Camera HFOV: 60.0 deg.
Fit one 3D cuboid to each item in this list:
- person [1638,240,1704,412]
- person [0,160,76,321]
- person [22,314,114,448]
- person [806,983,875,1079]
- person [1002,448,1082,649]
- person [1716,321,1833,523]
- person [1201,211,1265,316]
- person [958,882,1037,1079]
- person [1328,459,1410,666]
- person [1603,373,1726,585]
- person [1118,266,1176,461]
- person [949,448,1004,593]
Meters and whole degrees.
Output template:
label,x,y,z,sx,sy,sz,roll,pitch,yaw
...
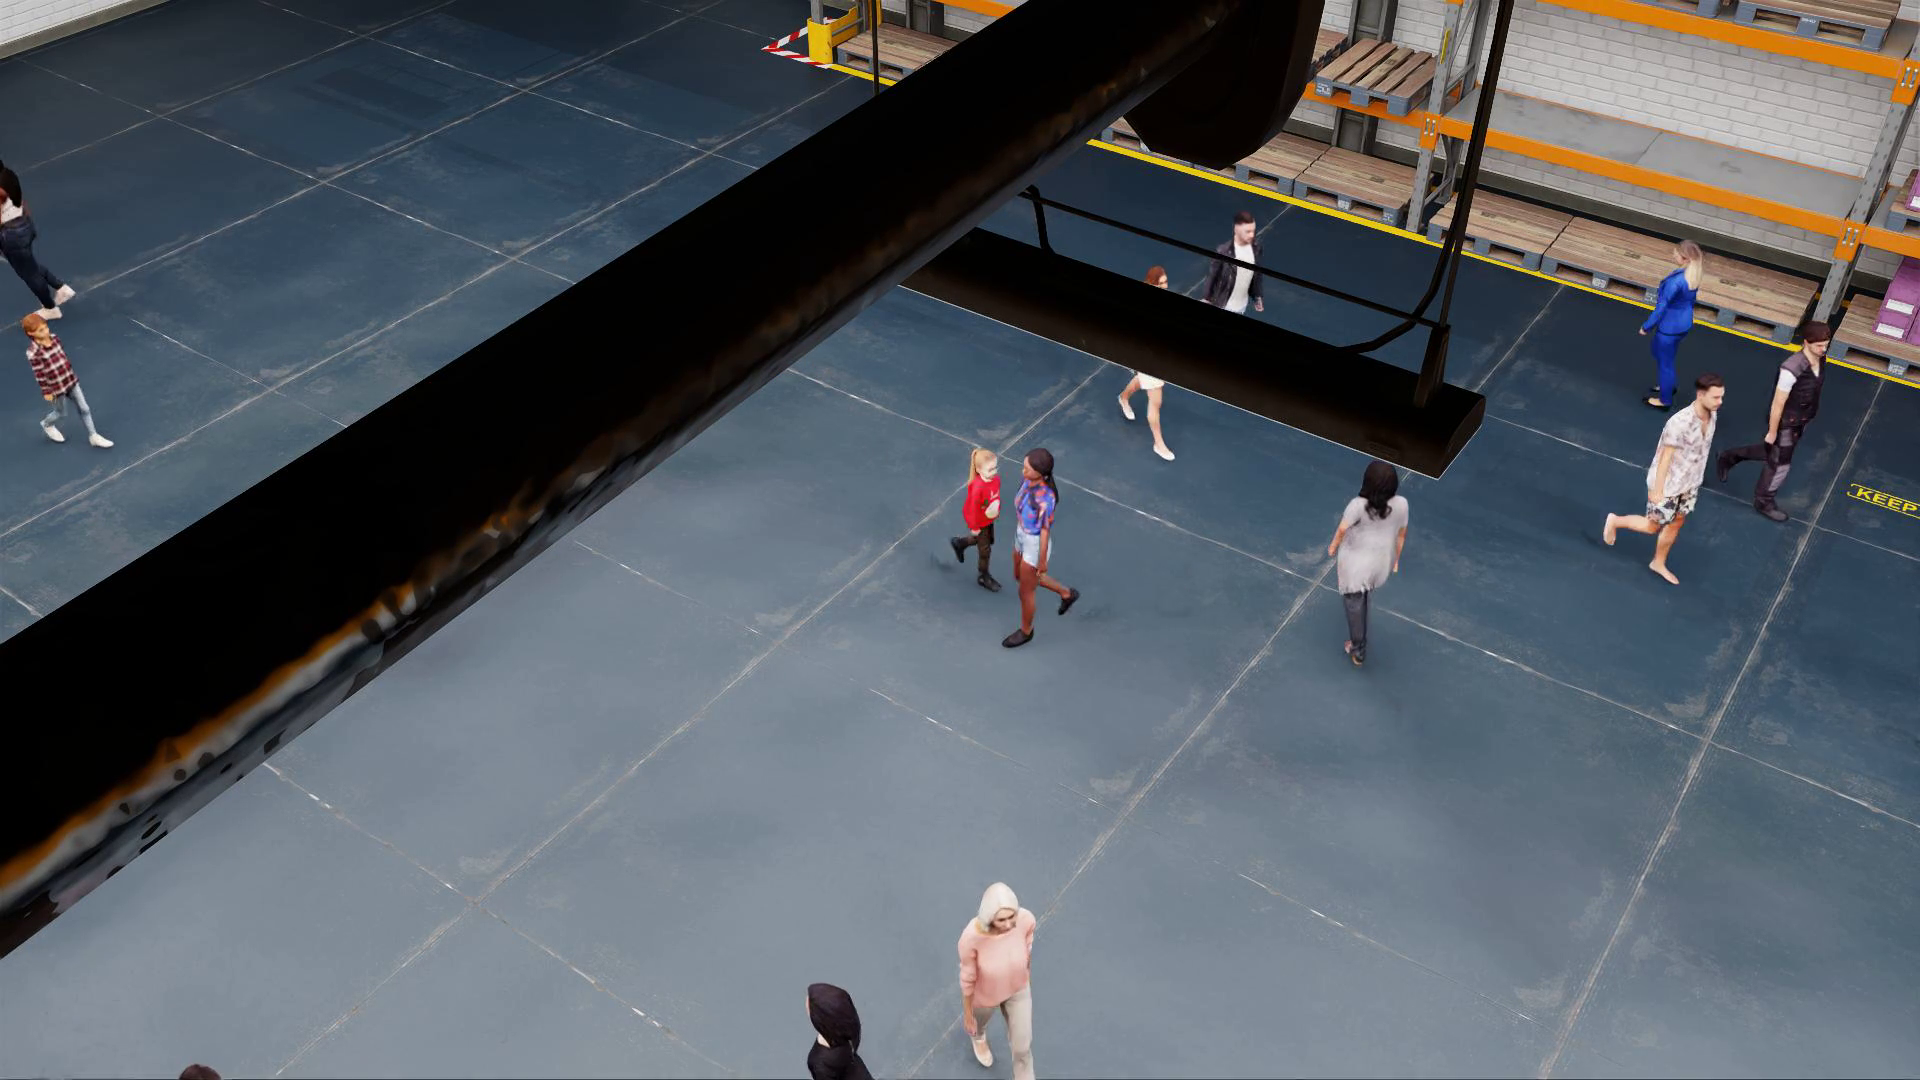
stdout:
label,x,y,z,sx,sy,sz,roll,pitch,yaw
person,6.214,-1.781,14.323,0.705,1.672,0.654,-29,47,-31
person,-8.732,-2.850,15.564,0.877,1.793,0.816,-3,39,-4
person,-7.678,-1.341,14.081,0.931,1.287,0.693,12,40,14
person,-0.501,2.890,8.406,1.139,1.756,0.713,19,42,22
person,0.611,0.029,12.012,0.933,1.728,0.915,-11,40,-14
person,6.490,-1.003,13.228,0.812,1.823,1.031,-30,47,-32
person,2.326,-2.105,14.628,0.969,1.799,1.230,-20,43,-23
person,0.164,2.388,9.094,0.983,1.684,1.159,-15,41,-18
person,2.935,0.180,11.950,1.019,1.569,1.108,-8,39,-10
person,5.370,-0.519,12.641,0.914,1.799,1.057,-19,43,-23
person,1.589,-1.592,14.087,0.900,1.671,1.228,-19,42,-23
person,0.121,-0.180,12.643,0.749,1.266,0.497,20,43,23
